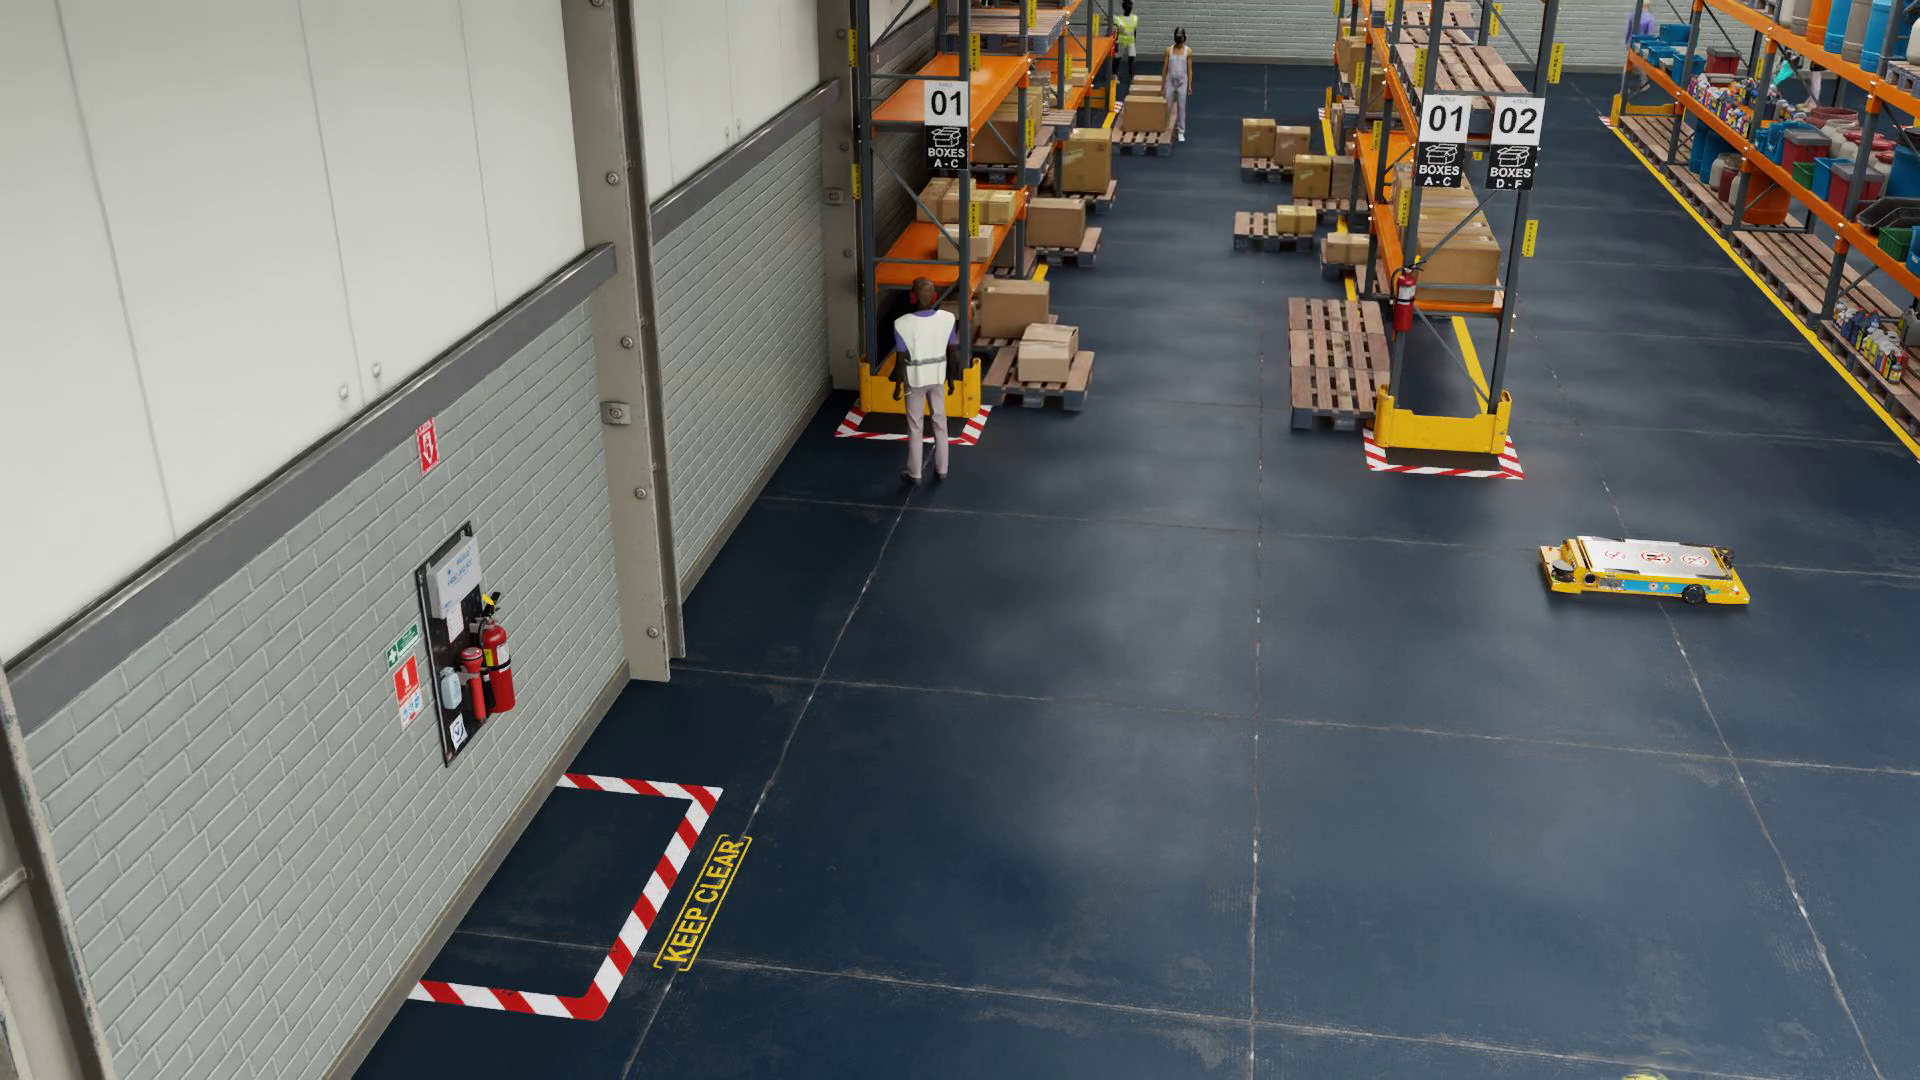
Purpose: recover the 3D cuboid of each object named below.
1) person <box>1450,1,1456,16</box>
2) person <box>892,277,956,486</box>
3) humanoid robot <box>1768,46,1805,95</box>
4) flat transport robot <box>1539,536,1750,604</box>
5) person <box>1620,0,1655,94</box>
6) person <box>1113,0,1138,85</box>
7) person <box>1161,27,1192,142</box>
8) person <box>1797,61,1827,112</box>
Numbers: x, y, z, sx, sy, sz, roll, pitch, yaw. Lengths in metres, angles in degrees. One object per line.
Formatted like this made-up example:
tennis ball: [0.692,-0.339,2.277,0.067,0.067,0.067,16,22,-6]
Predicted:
person: [9.199,-9.409,31.788,0.690,1.710,0.610,5,26,11]
person: [-0.301,-1.364,14.414,0.571,1.843,0.376,-10,27,-20]
humanoid robot: [14.825,-8.546,29.931,0.740,1.803,0.531,-6,26,-13]
flat transport robot: [5.279,0.231,12.864,1.431,0.231,0.659,4,25,9]
person: [13.047,-9.475,31.879,0.594,1.765,0.887,22,33,38]
person: [3.230,-9.713,32.506,0.544,1.648,0.864,-9,27,-19]
person: [3.606,-7.584,27.708,0.512,1.863,0.373,4,25,9]
person: [15.586,-8.725,30.166,0.402,1.854,0.541,12,28,25]
